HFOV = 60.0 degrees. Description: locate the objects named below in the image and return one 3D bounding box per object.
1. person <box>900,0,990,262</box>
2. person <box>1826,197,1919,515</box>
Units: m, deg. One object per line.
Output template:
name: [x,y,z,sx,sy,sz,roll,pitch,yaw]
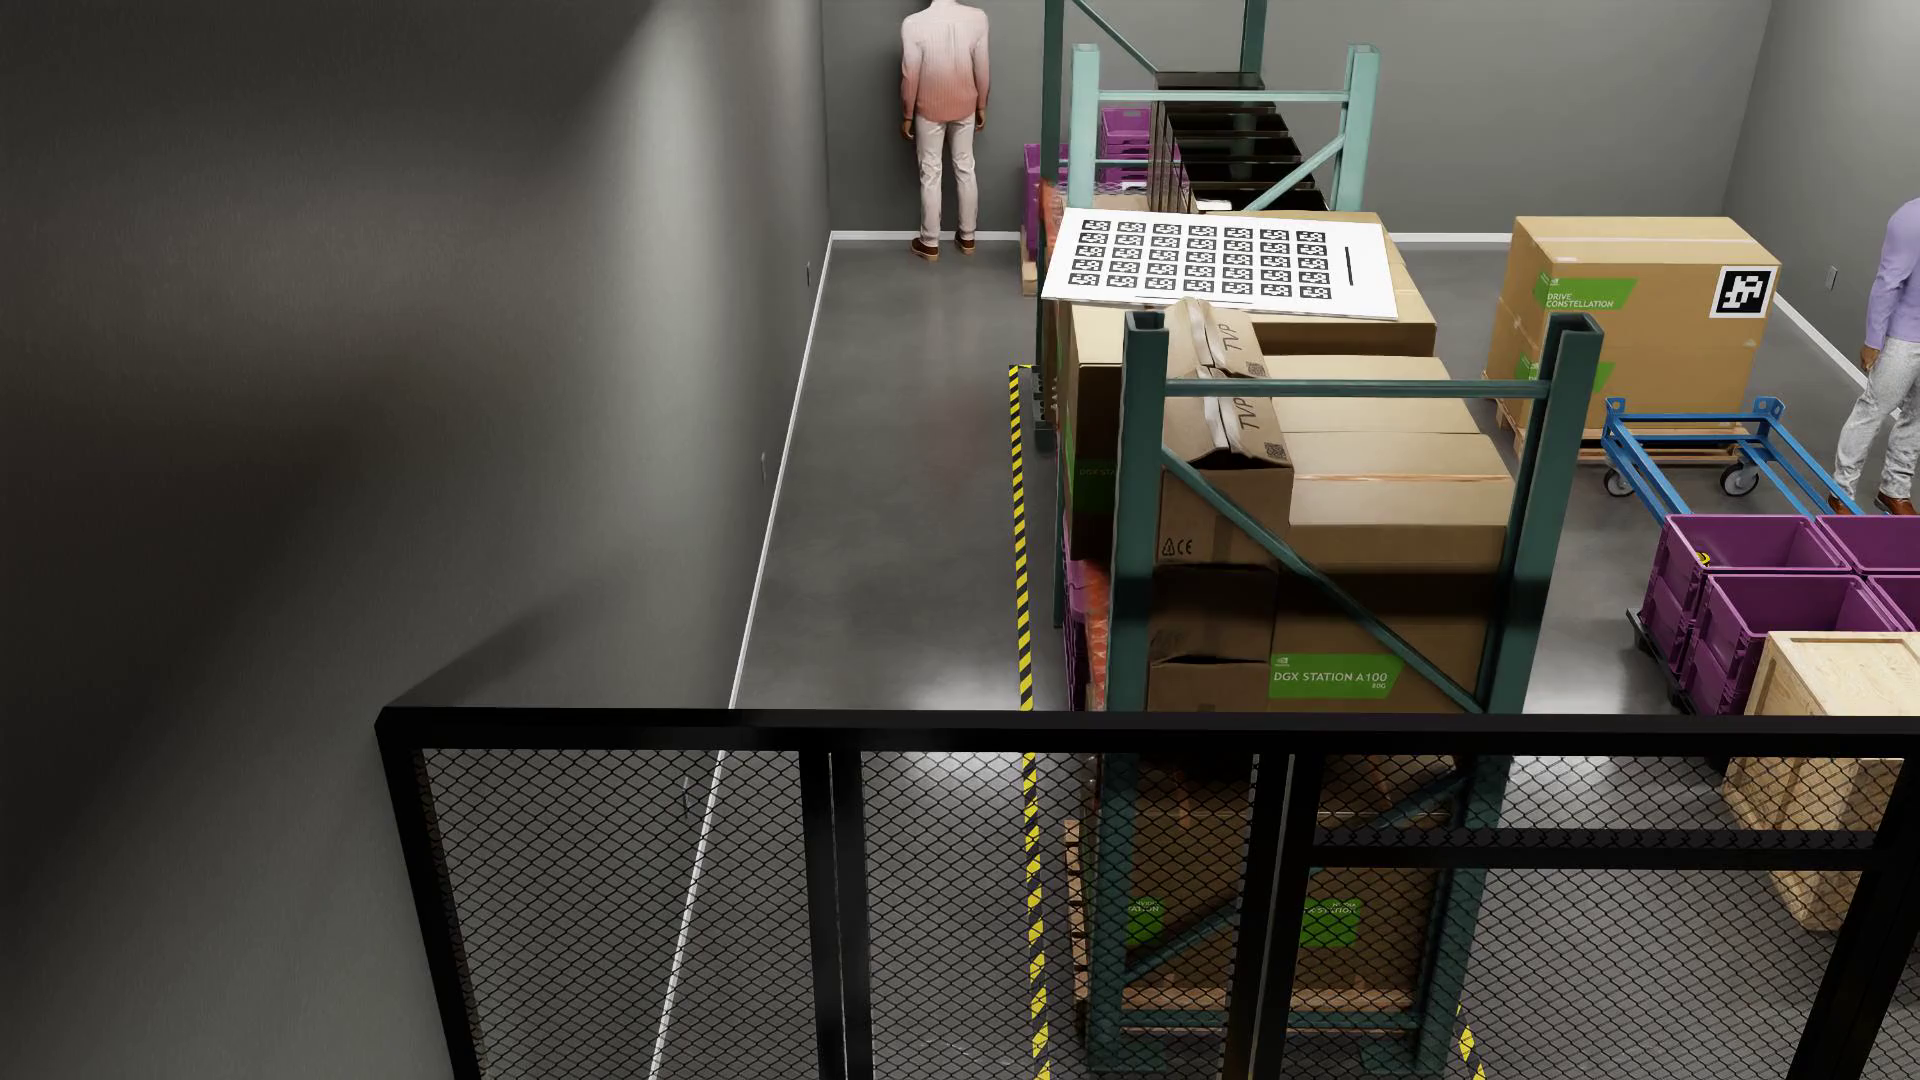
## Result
person: [-0.104,-2.816,10.838,0.622,1.993,0.382,-13,33,-20]
person: [4.529,-0.945,7.784,0.632,1.940,0.372,-1,31,-2]
